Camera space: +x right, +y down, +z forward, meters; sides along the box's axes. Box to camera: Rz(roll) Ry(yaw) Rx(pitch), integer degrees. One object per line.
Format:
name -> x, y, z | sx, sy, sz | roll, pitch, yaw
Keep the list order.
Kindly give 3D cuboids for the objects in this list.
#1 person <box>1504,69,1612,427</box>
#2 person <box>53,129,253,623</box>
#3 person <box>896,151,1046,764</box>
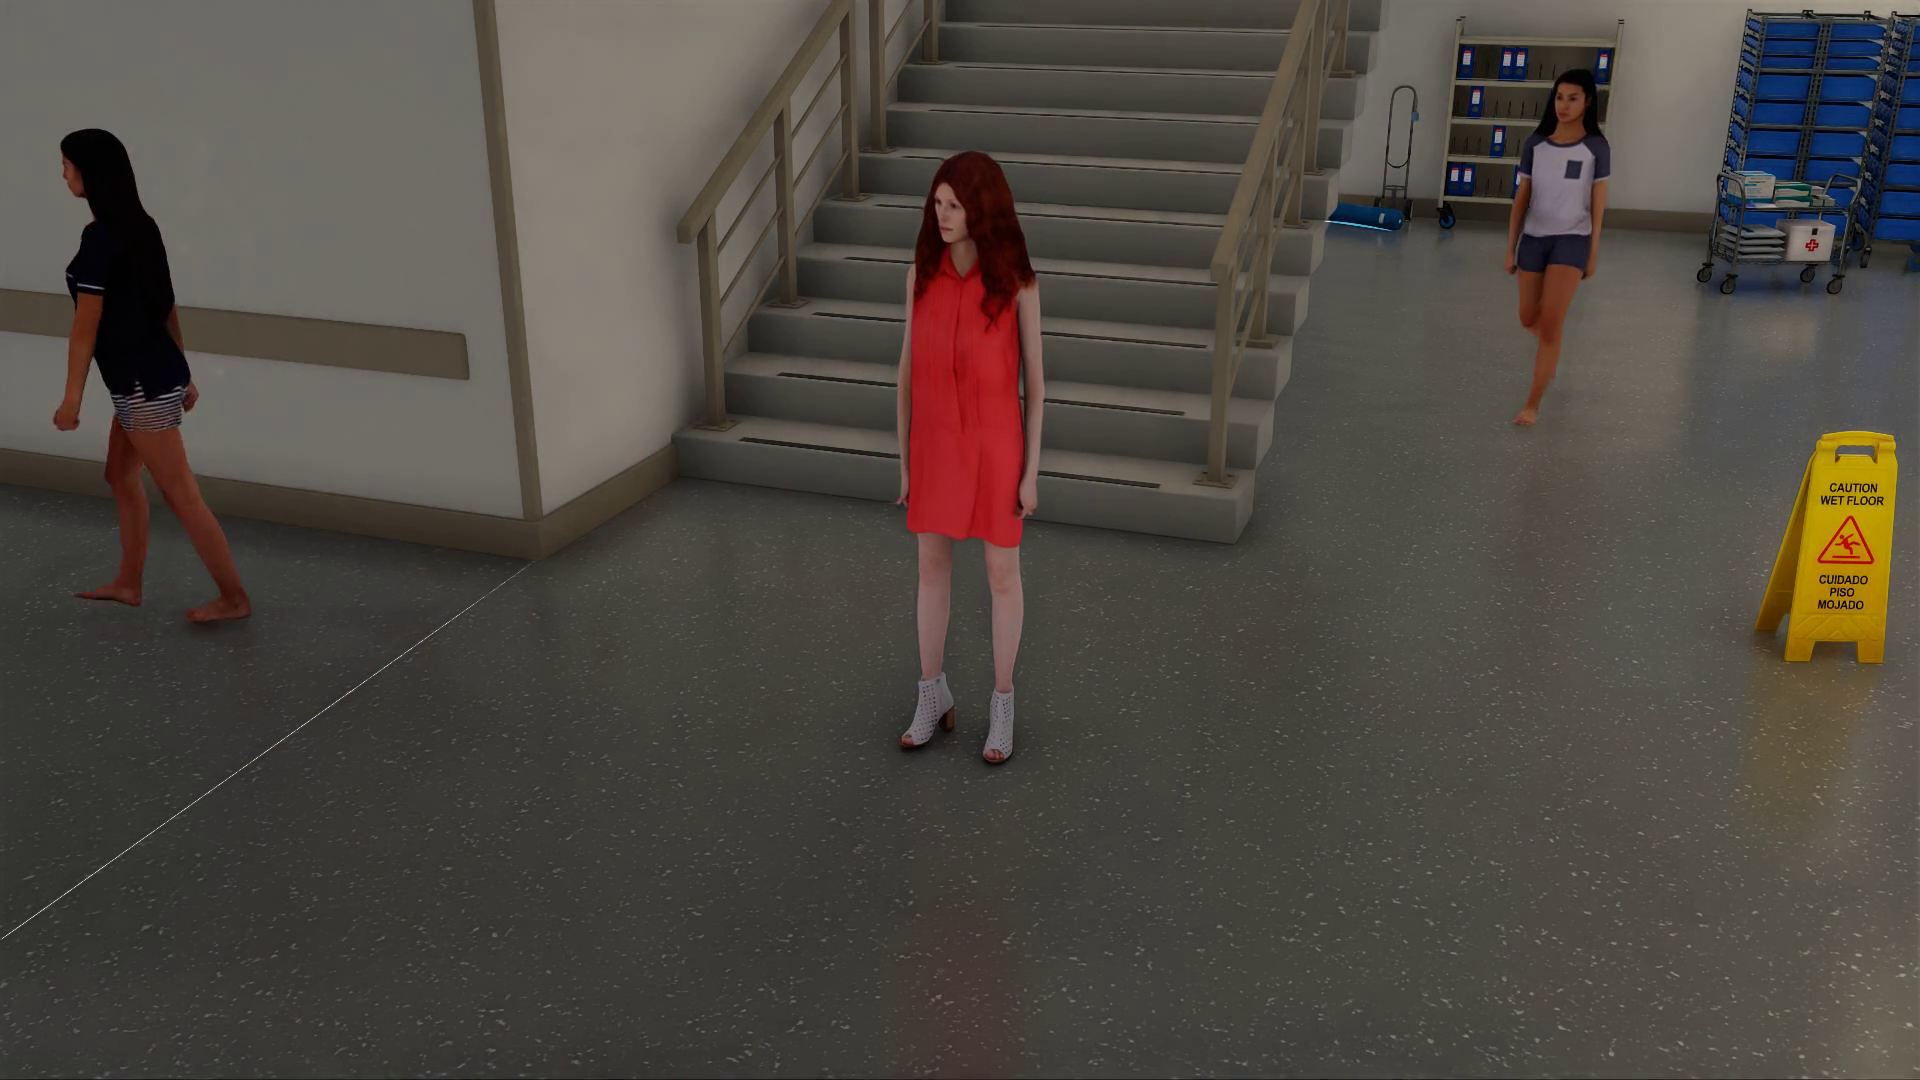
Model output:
person -> 2.991, -1.453, 8.297 | 0.787, 1.708, 1.110 | 15, 25, 34
person -> -2.729, -0.508, 5.756 | 0.849, 1.739, 0.912 | -2, 21, -4
person -> 0.027, -0.220, 4.874 | 0.585, 1.826, 0.506 | 8, 22, 20
